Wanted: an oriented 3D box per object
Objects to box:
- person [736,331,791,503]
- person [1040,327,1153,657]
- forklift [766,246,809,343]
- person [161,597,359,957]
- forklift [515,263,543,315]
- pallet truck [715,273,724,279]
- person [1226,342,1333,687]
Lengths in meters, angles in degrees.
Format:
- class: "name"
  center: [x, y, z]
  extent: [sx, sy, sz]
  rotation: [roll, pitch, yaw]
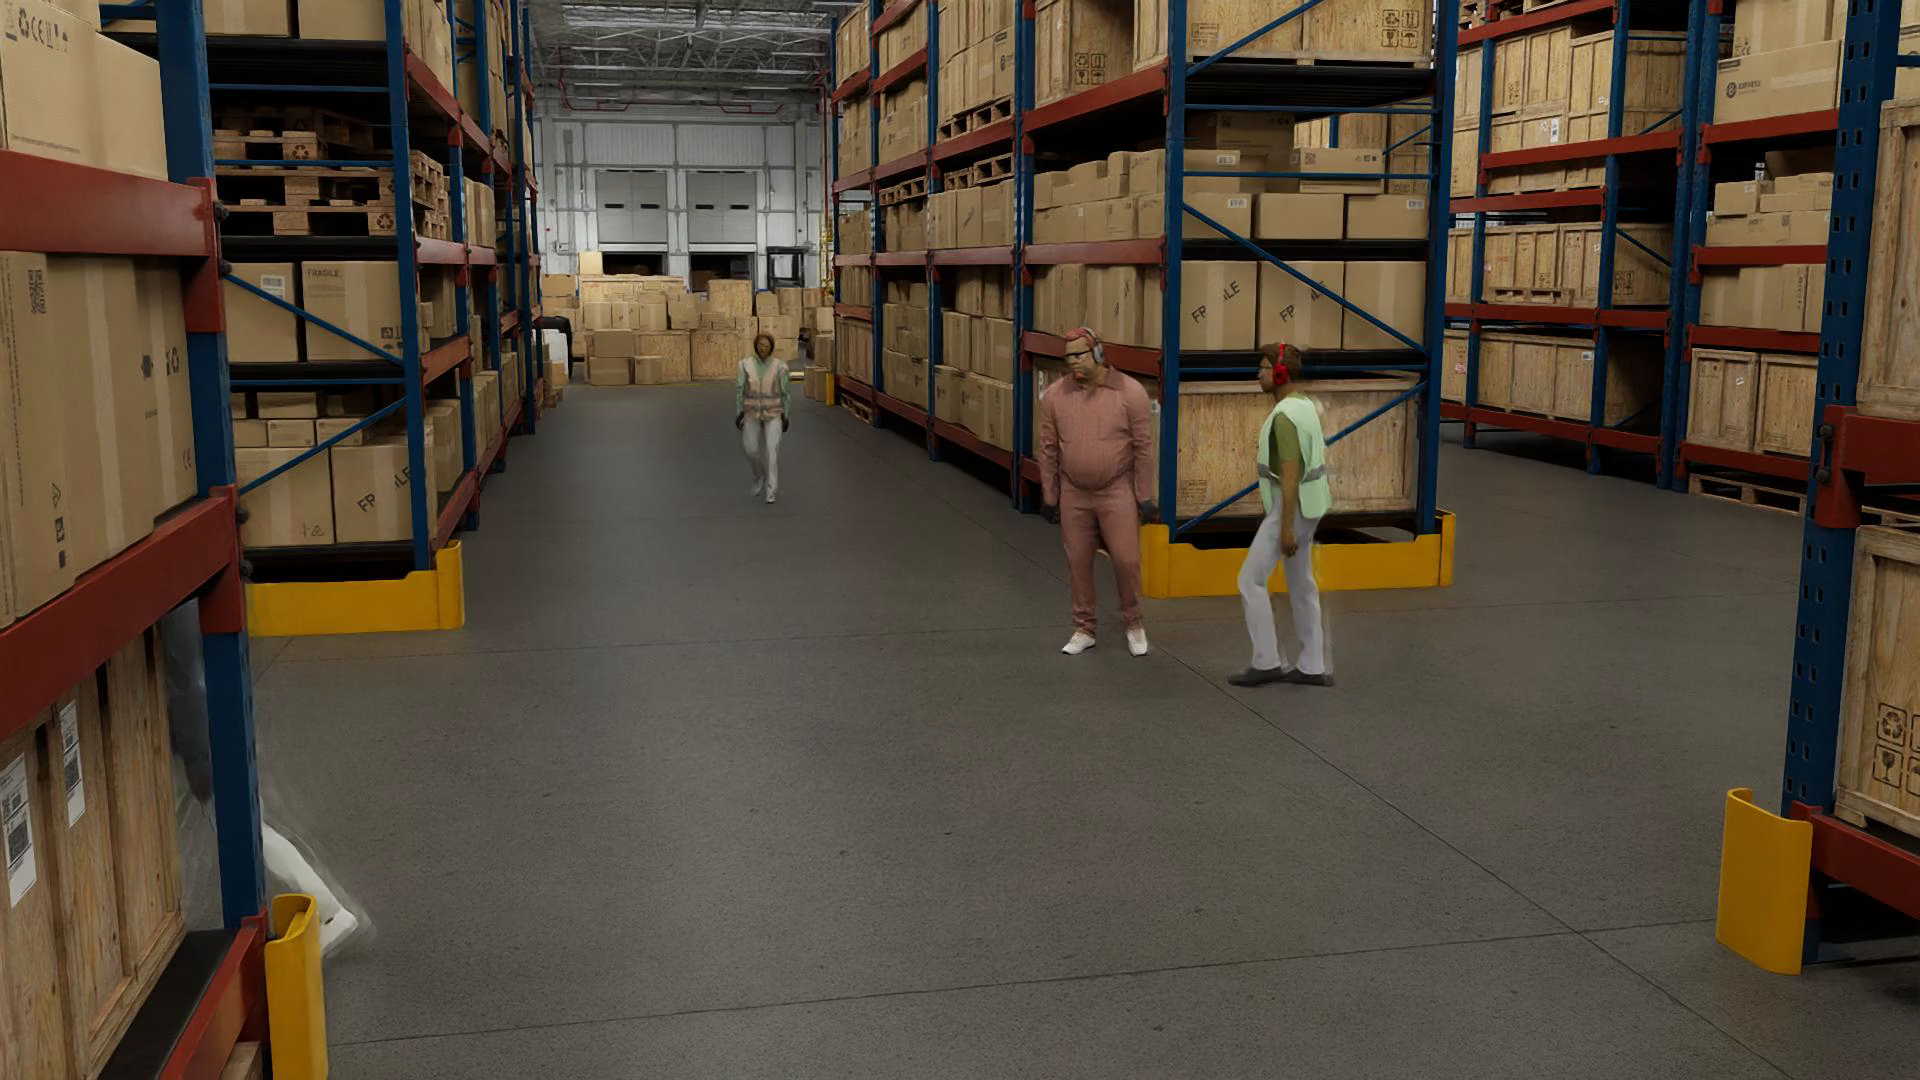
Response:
- class: "person"
  center: [-1.851, -1.157, 15.687]
  extent: [0.533, 1.622, 0.368]
  rotation: [0, 9, 2]
- class: "person"
  center: [0.770, -0.264, 9.457]
  extent: [0.672, 1.888, 0.427]
  rotation: [4, 10, 23]
- class: "forklift"
  center: [-5.169, -7.188, 48.636]
  extent: [1.129, 2.768, 1.873]
  rotation: [-3, 10, -19]
- class: "person"
  center: [-2.314, 0.599, 5.076]
  extent: [0.836, 1.598, 0.494]
  rotation: [-2, 10, -12]
- class: "forklift"
  center: [-14.713, -8.414, 56.111]
  extent: [1.873, 2.768, 1.129]
  rotation: [7, 12, 38]
- class: "pallet truck"
  center: [-8.580, -8.986, 62.280]
  extent: [1.885, 1.965, 0.823]
  rotation: [1, 9, 5]
- class: "person"
  center: [1.664, -0.121, 8.776]
  extent: [0.649, 1.825, 0.566]
  rotation: [4, 10, 24]
